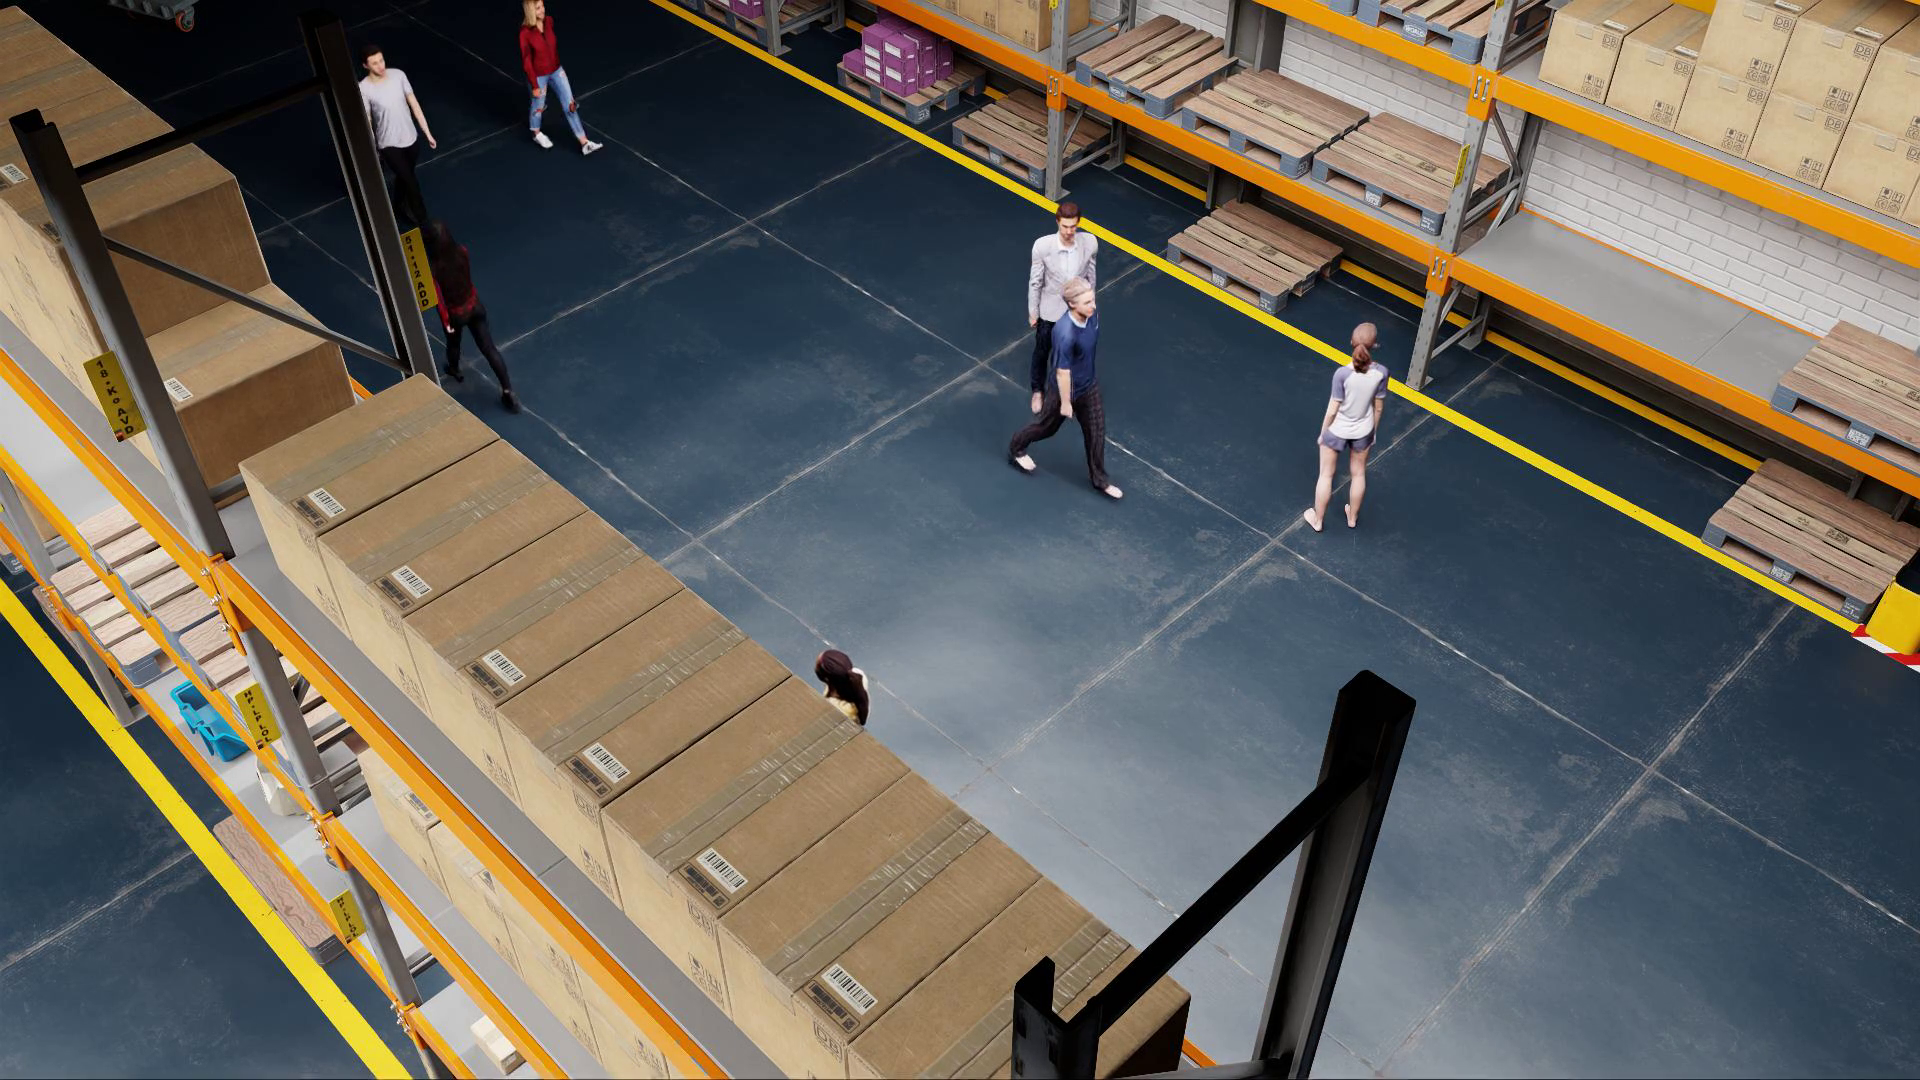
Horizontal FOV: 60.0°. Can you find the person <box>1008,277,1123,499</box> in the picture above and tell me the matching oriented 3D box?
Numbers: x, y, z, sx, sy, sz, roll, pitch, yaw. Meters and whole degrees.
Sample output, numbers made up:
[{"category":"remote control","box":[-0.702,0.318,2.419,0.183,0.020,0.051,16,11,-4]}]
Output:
[{"category":"person","box":[0.725,-1.131,12.069,1.240,1.824,0.804,27,50,26]}]

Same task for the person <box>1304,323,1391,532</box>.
[{"category":"person","box":[2.742,-0.781,11.745,0.674,1.765,0.718,-4,44,-4]}]

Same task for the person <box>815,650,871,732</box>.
[{"category":"person","box":[-0.672,1.225,9.736,0.655,1.631,0.699,19,47,19]}]

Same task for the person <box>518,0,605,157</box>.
[{"category":"person","box":[-3.954,-4.367,15.640,1.110,1.582,0.740,26,49,25]}]

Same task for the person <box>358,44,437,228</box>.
[{"category":"person","box":[-4.954,-3.498,14.556,1.194,1.820,0.759,29,51,27]}]

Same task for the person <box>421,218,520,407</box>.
[{"category":"person","box":[-3.767,-1.720,12.841,1.094,1.612,0.675,29,51,27]}]

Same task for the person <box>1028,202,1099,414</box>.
[{"category":"person","box":[0.791,-1.799,12.752,0.760,1.848,0.779,-6,44,-6]}]
